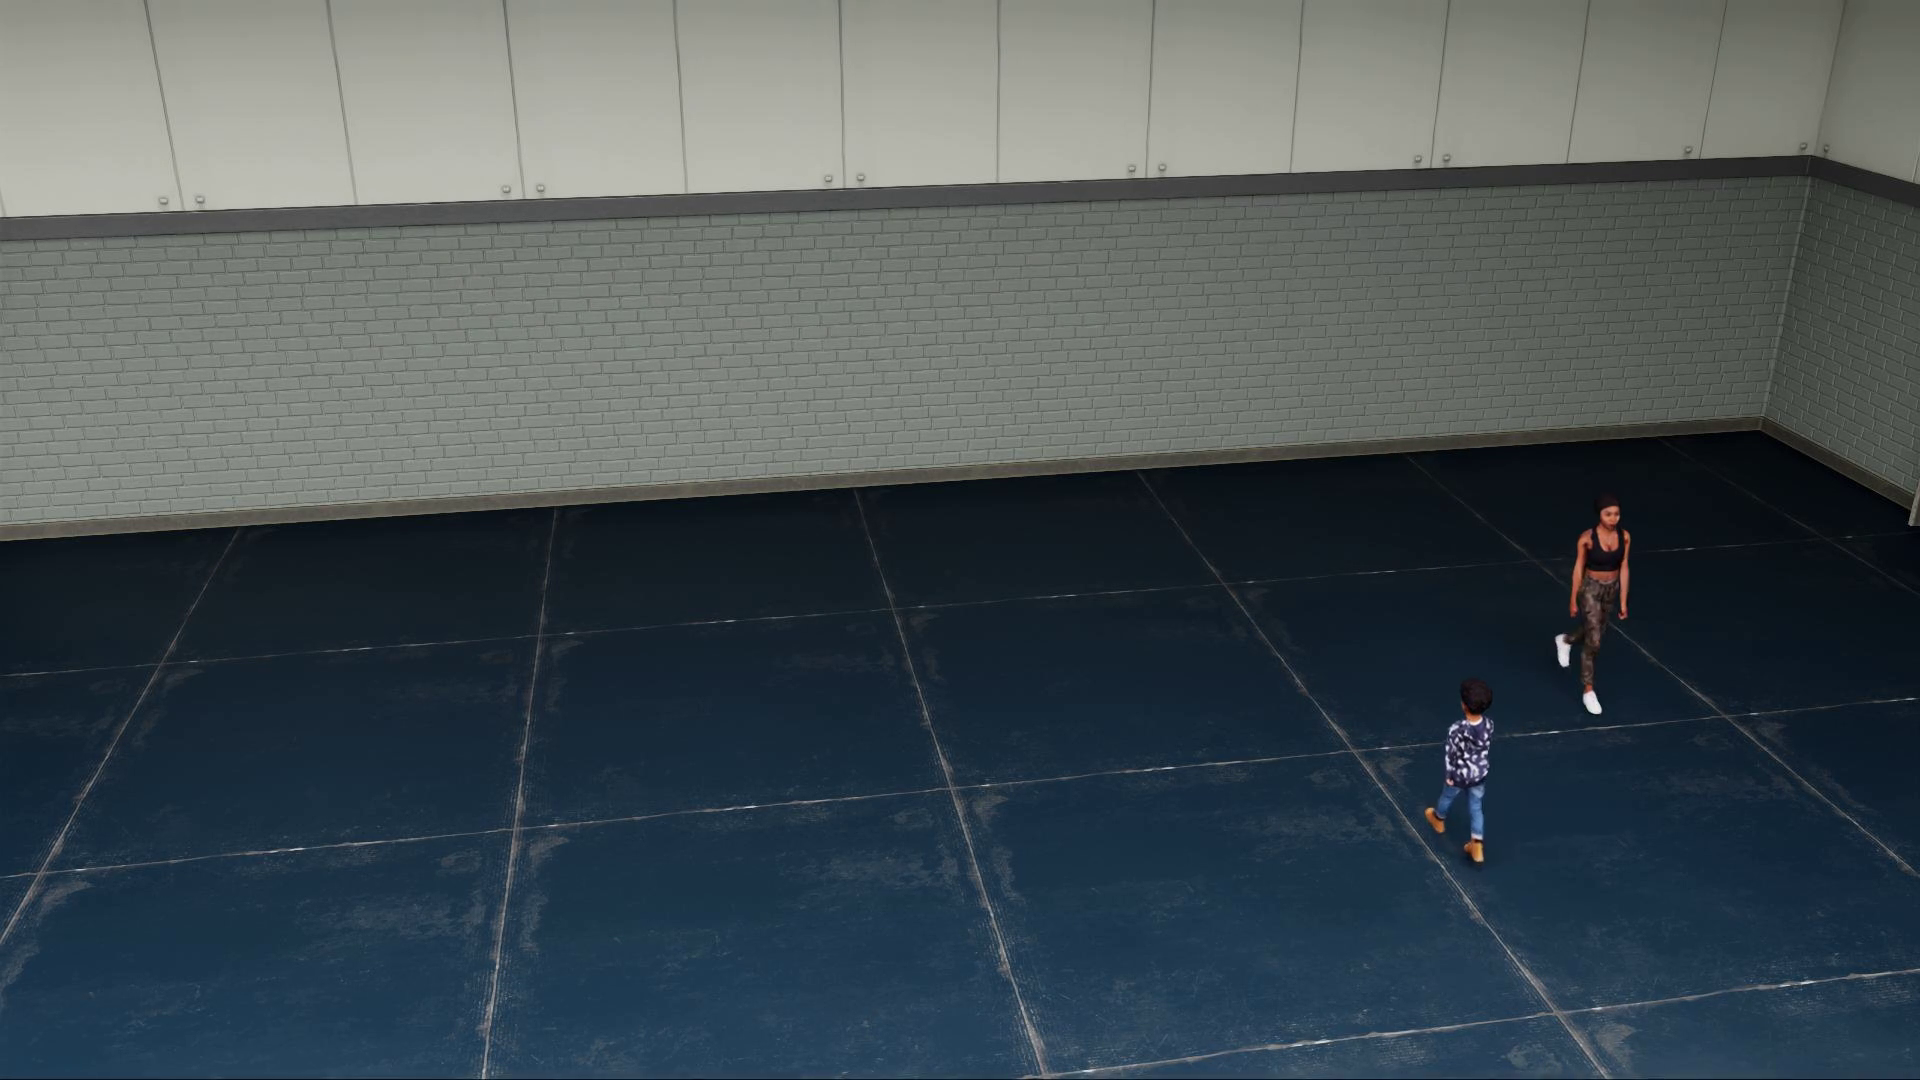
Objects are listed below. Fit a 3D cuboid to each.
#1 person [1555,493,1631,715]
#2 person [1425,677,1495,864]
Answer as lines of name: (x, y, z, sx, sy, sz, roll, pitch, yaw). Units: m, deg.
person: (4.856, 0.407, 12.764, 0.603, 1.676, 1.100, -3, 23, -7)
person: (3.317, 1.499, 10.774, 0.516, 1.225, 0.851, -3, 23, -7)
